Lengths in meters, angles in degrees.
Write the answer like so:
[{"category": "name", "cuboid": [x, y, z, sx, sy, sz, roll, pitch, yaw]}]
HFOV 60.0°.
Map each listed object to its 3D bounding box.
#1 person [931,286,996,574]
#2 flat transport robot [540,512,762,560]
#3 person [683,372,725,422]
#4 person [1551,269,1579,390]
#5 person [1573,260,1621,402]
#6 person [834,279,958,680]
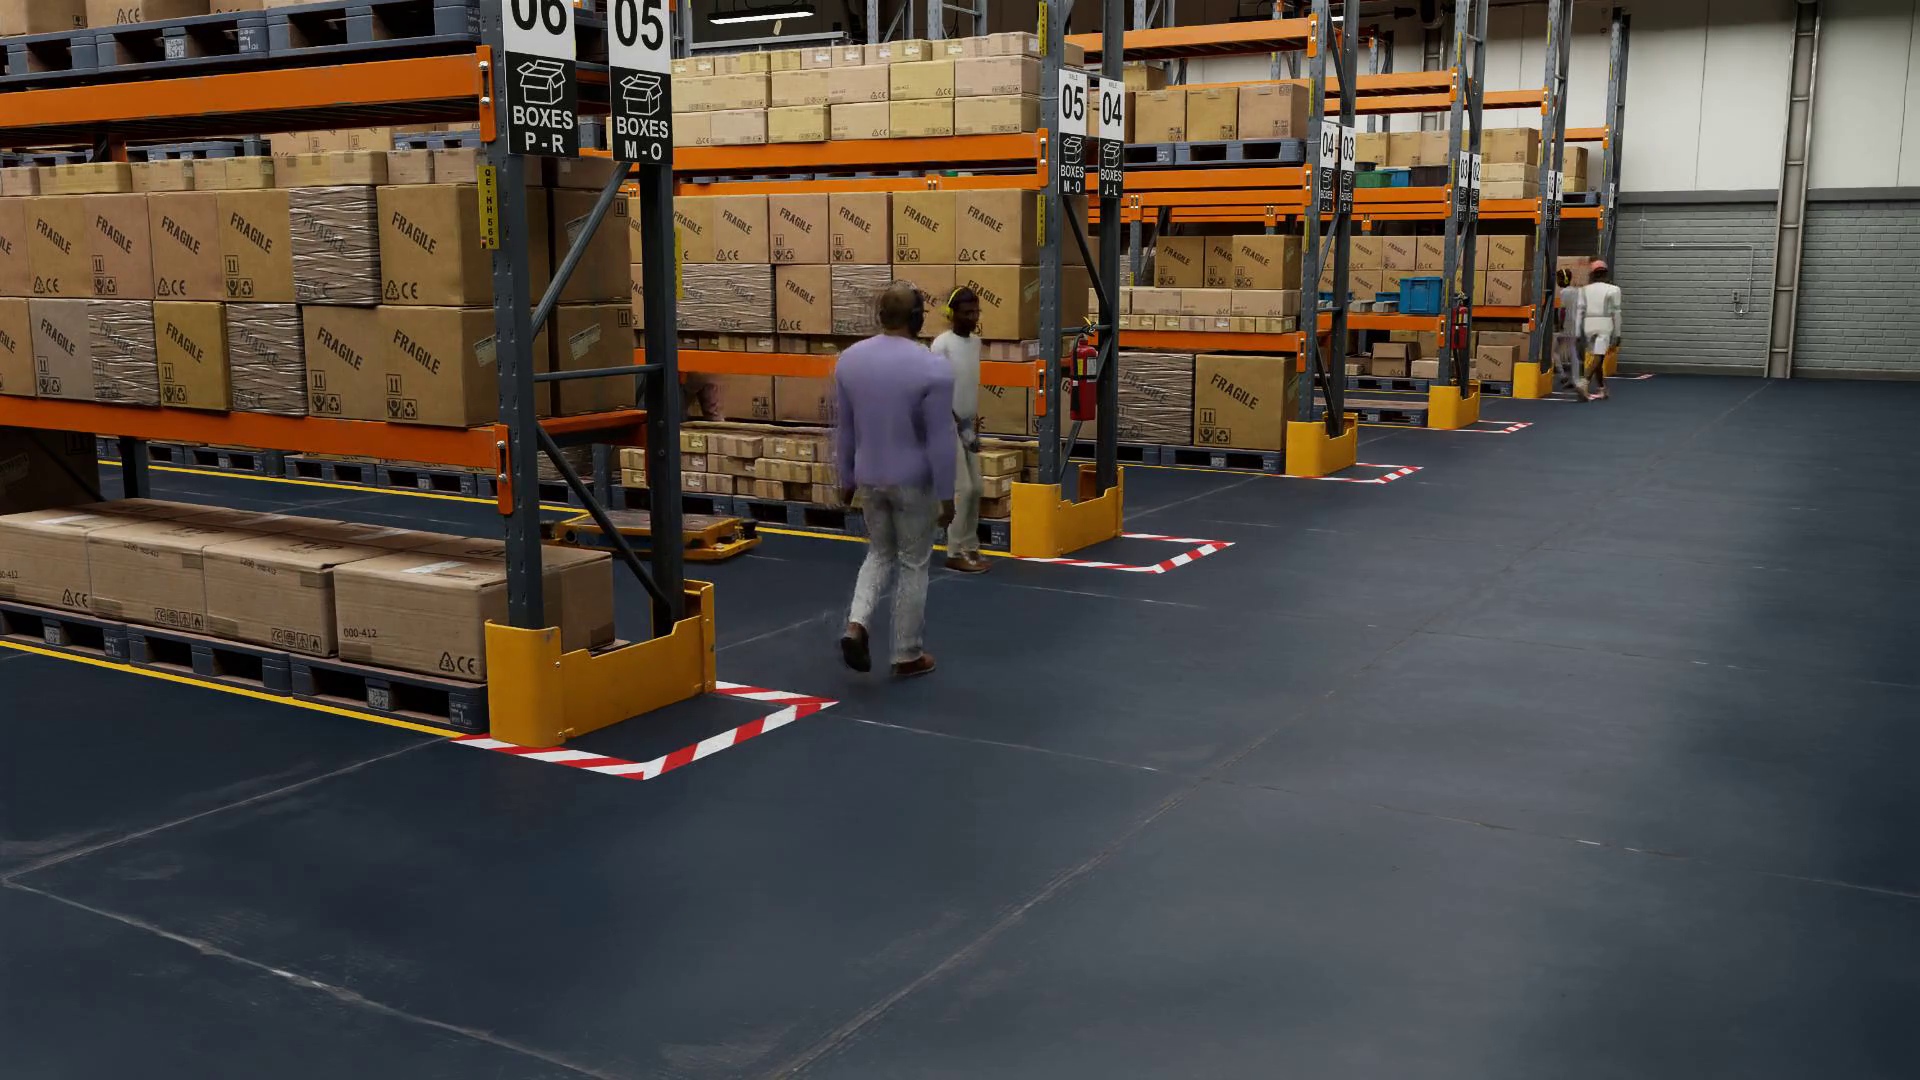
[{"category": "person", "cuboid": [0.046, -0.690, 10.644, 0.451, 1.847, 0.525, 7, 12, 34]}, {"category": "flat transport robot", "cuboid": [-2.145, -0.044, 11.414, 1.431, 0.197, 0.652, 3, 10, 17]}, {"category": "person", "cuboid": [-2.501, -1.570, 15.717, 0.963, 1.863, 0.658, 7, 12, 37]}, {"category": "person", "cuboid": [9.191, -3.197, 25.288, 0.626, 1.836, 0.609, -8, 12, -39]}, {"category": "person", "cuboid": [8.909, -2.936, 23.343, 1.016, 1.992, 0.618, -9, 13, -43]}, {"category": "person", "cuboid": [-0.312, -0.262, 7.863, 0.644, 1.919, 0.513, 5, 11, 28]}]
